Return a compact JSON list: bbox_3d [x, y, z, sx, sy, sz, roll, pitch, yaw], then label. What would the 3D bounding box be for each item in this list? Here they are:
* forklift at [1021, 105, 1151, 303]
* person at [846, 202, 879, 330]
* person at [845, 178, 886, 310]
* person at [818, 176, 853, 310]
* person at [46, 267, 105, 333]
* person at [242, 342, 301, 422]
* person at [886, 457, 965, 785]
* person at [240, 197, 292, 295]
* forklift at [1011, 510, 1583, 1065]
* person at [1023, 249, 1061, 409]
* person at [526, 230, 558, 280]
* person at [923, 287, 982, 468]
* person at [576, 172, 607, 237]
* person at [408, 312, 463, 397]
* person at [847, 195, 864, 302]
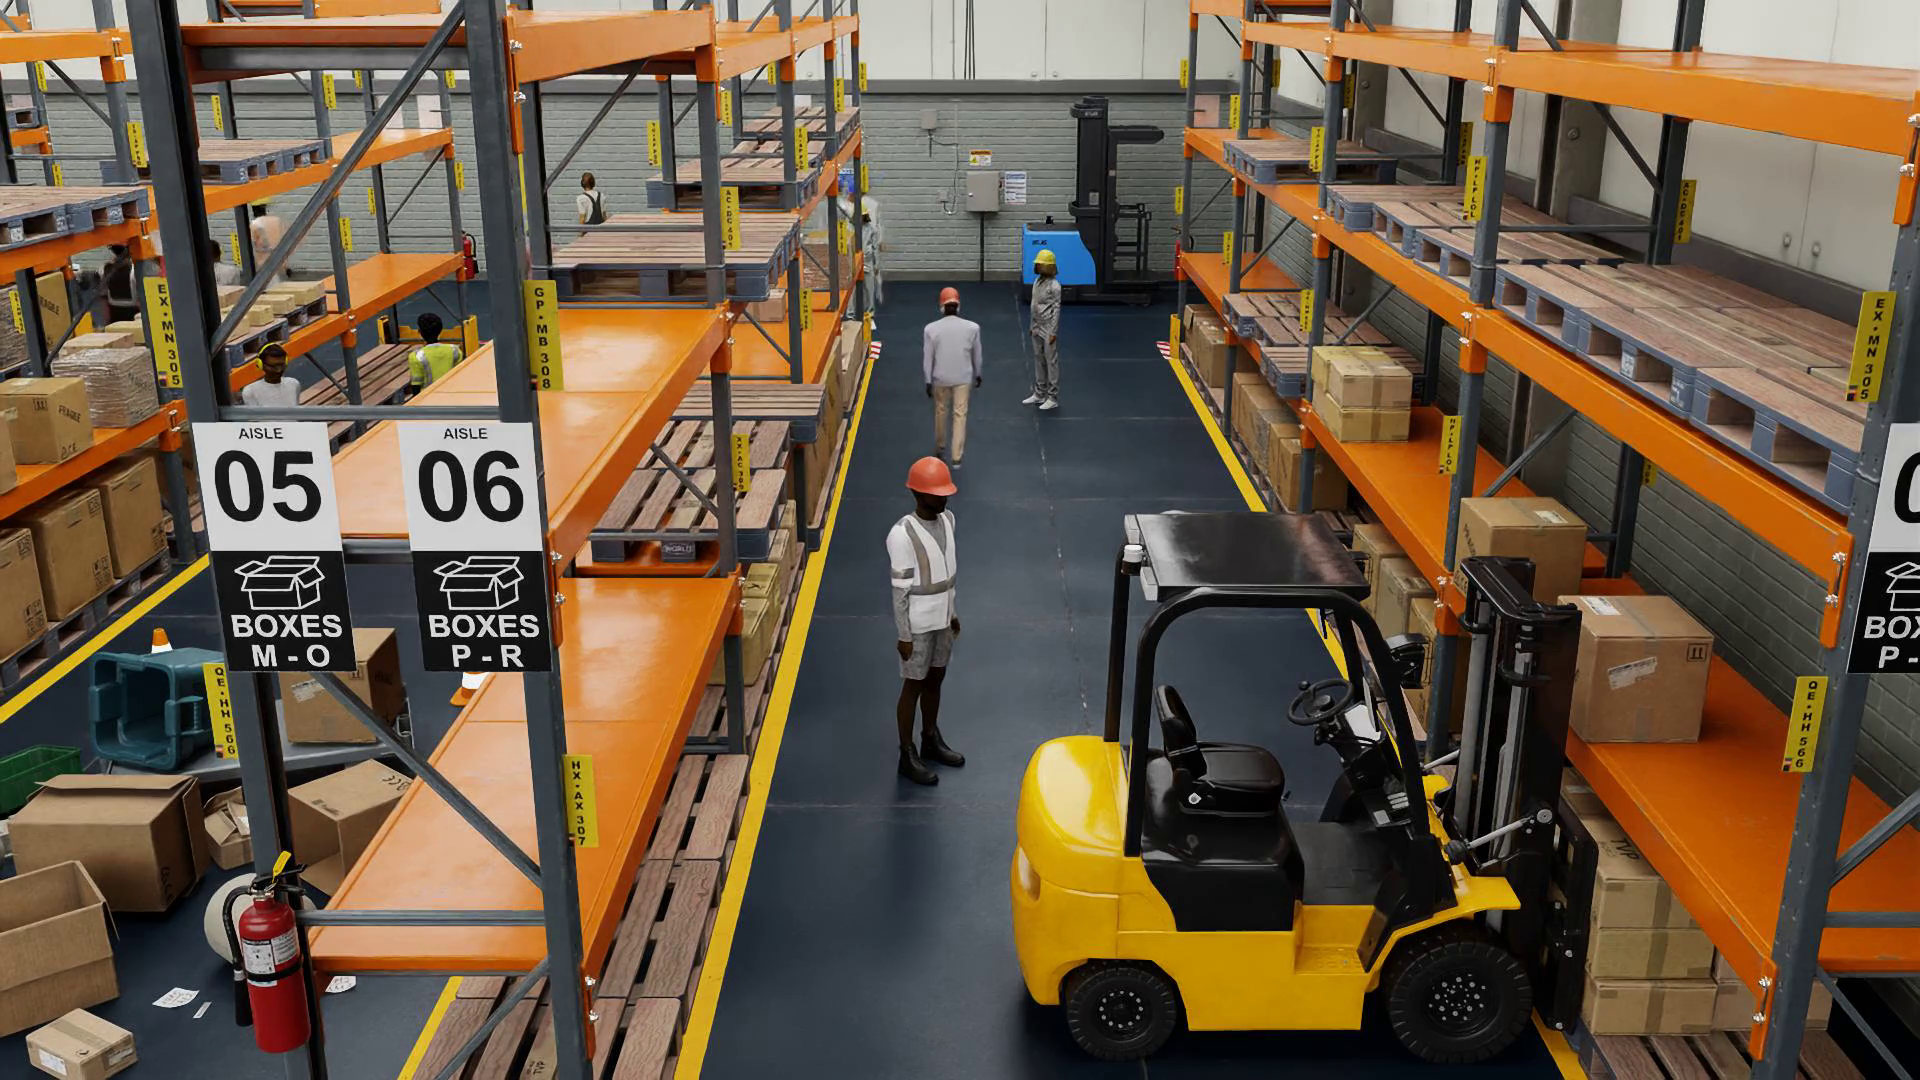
[{"bbox_3d":[1.857,-4.944,24.441,1.873,2.768,1.129,0,18,0],"label":"forklift"},{"bbox_3d":[-1.329,-3.695,22.464,0.487,1.736,0.320,-3,19,-10],"label":"person"},{"bbox_3d":[-1.348,-4.239,23.857,0.379,1.911,0.731,12,22,33],"label":"person"},{"bbox_3d":[-1.723,-4.209,23.725,0.630,1.926,0.431,9,20,25],"label":"person"},{"bbox_3d":[-11.787,-3.573,21.760,1.042,1.937,0.649,6,19,17],"label":"person"},{"bbox_3d":[-5.283,-0.630,12.991,0.328,1.865,0.520,11,21,30],"label":"person"},{"bbox_3d":[-0.170,0.453,9.601,0.358,1.936,0.552,12,22,32],"label":"person"},{"bbox_3d":[-9.287,-3.684,22.209,0.988,1.873,0.594,5,19,15],"label":"person"},{"bbox_3d":[1.387,1.055,7.378,2.313,2.155,1.214,0,18,0],"label":"forklift"},{"bbox_3d":[0.919,-2.317,18.278,0.289,1.746,0.487,-11,21,-30],"label":"person"},{"bbox_3d":[-5.316,-3.196,20.991,0.537,1.714,0.948,-7,20,-20],"label":"person"},{"bbox_3d":[-0.071,-1.610,16.187,0.581,1.701,0.879,-1,18,-2],"label":"person"},{"bbox_3d":[-5.513,-4.582,24.968,0.342,1.845,0.506,15,24,39],"label":"person"},{"bbox_3d":[-4.696,-1.209,15.017,0.320,1.692,0.536,16,24,40],"label":"person"},{"bbox_3d":[-1.539,-4.343,24.596,0.288,1.625,0.495,-3,19,-10],"label":"person"}]
